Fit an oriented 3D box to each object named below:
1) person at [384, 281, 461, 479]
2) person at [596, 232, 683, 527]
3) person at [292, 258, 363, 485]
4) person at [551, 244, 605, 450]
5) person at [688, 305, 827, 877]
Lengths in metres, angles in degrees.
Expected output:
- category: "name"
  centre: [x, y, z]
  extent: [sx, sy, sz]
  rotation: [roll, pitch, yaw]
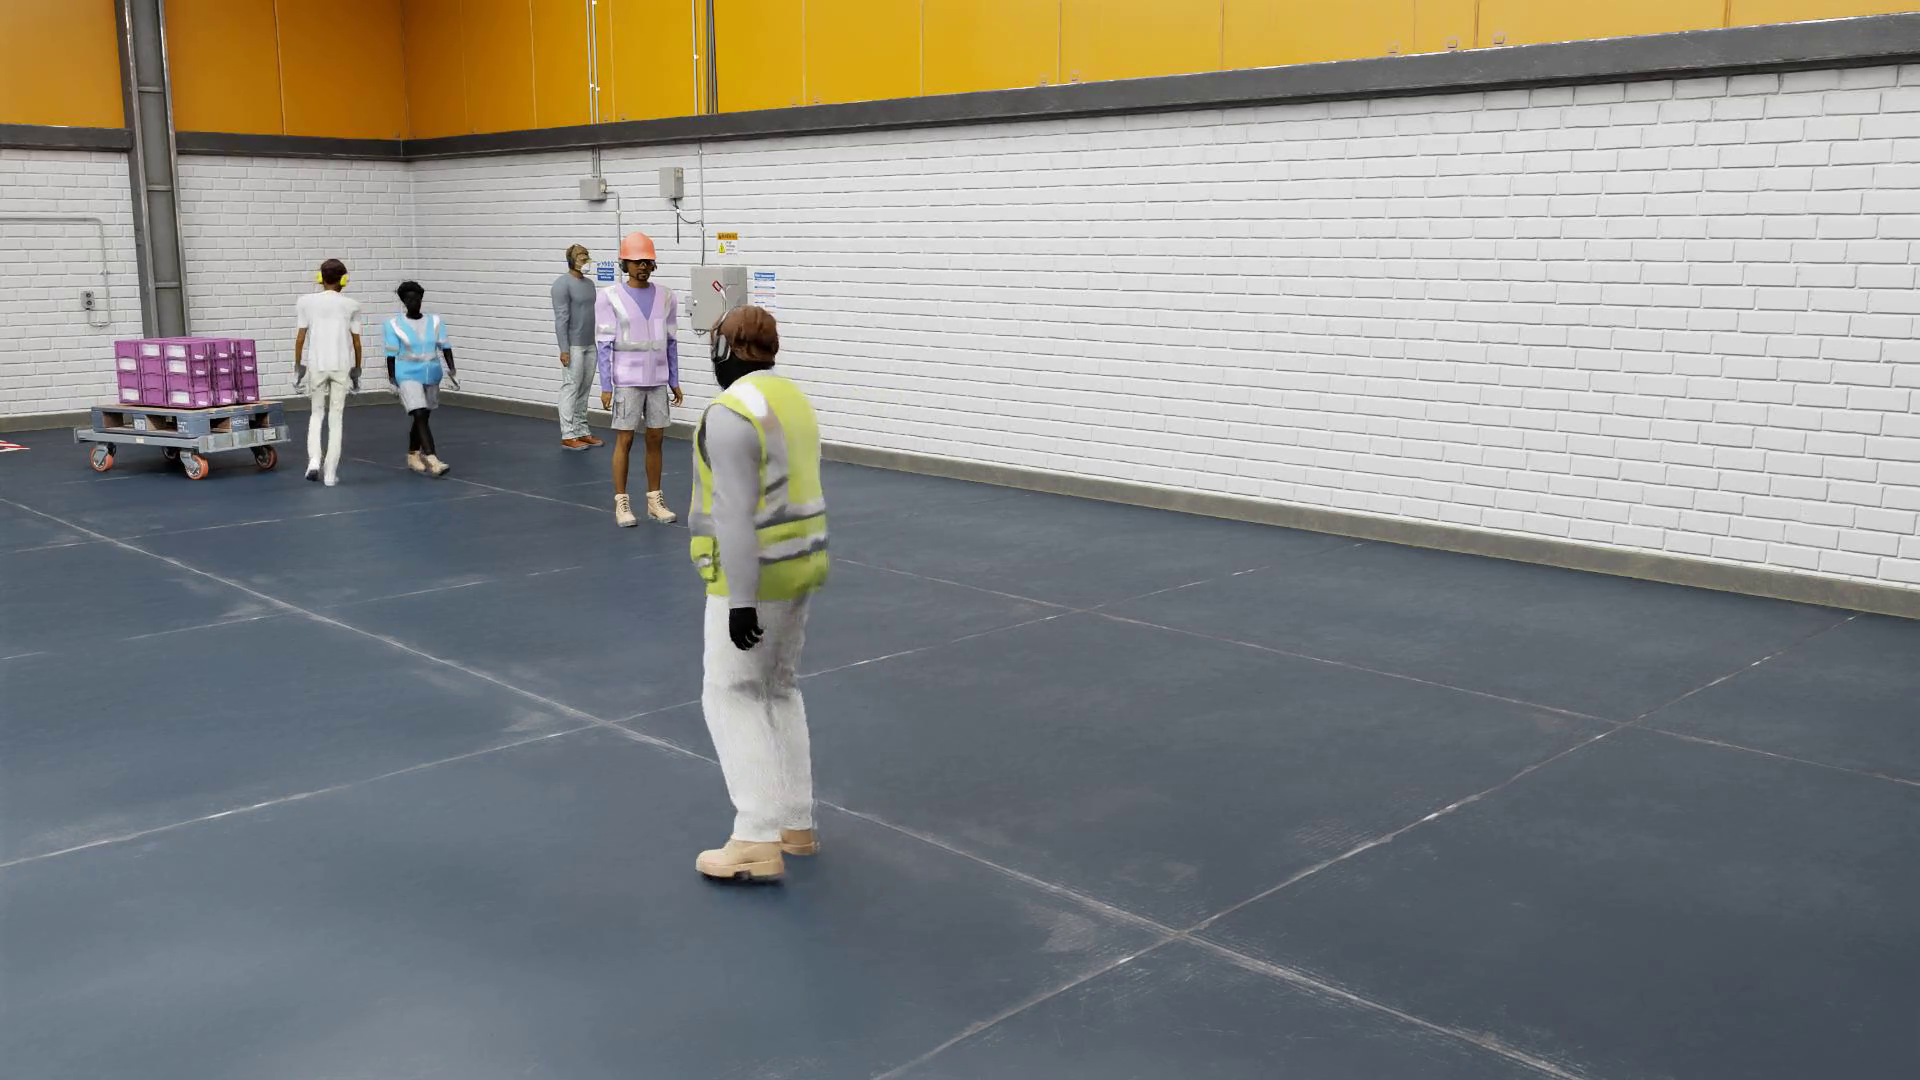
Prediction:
- category: "person"
  centre: [-4.520, -1.347, 13.958]
  extent: [0.534, 1.635, 0.919]
  rotation: [-10, 14, -43]
- category: "person"
  centre: [-2.214, -1.113, 11.604]
  extent: [0.615, 2.041, 0.388]
  rotation: [-8, 13, -36]
- category: "person"
  centre: [-5.138, -1.365, 13.560]
  extent: [0.570, 1.830, 0.460]
  rotation: [-3, 11, -14]
- category: "person"
  centre: [-3.629, -1.830, 15.803]
  extent: [0.352, 1.937, 0.635]
  rotation: [3, 11, 17]
- category: "person"
  centre: [-0.655, 0.147, 5.409]
  extent: [0.437, 1.802, 0.668]
  rotation: [3, 11, 17]
